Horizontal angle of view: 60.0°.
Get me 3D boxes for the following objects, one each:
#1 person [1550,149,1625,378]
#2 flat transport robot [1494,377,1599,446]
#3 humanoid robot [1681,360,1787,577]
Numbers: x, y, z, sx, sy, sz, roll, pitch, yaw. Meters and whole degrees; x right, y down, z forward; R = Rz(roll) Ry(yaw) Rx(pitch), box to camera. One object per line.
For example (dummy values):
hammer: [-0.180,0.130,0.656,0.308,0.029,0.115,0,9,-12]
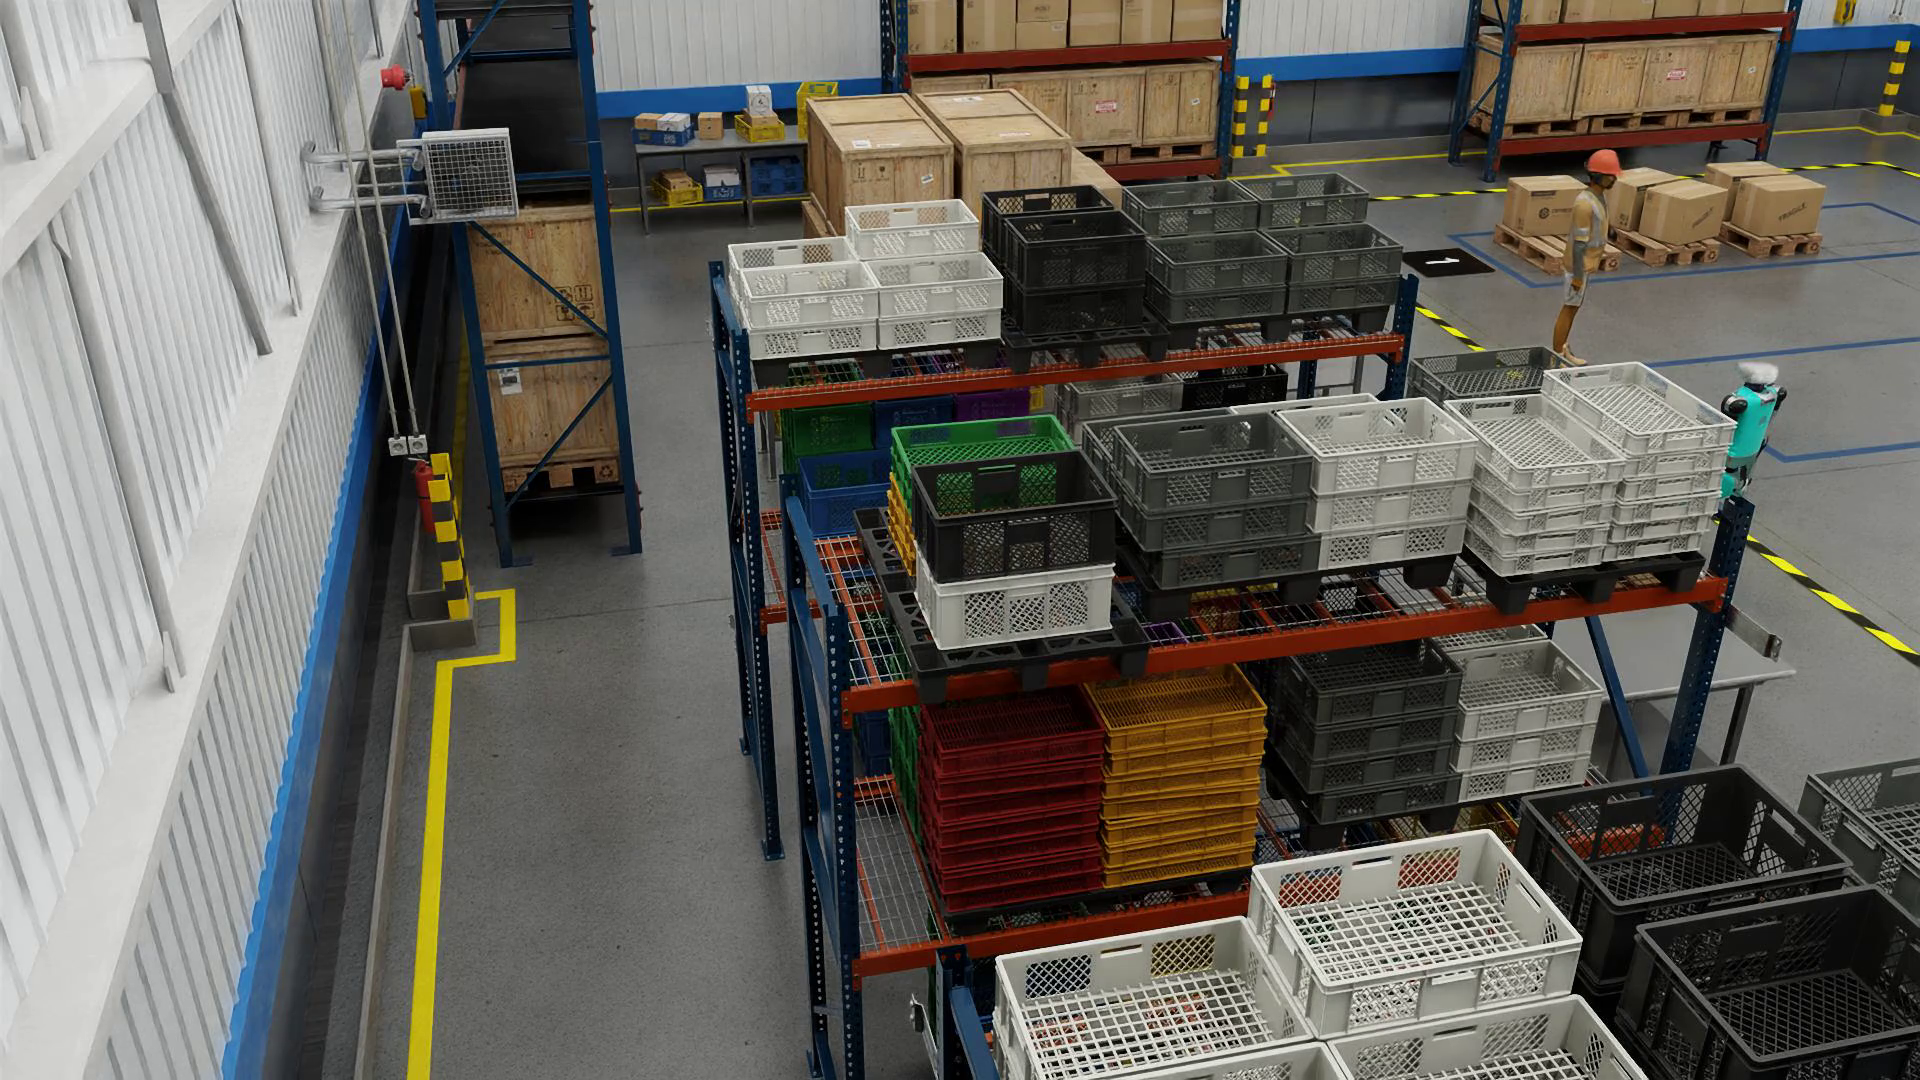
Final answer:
person: [5.566,-2.461,14.813,0.371,2.046,0.604,14,31,25]
flat transport robot: [4.780,-1.036,14.013,0.659,0.231,1.431,-6,28,-12]
humanoid robot: [5.022,-0.486,11.248,0.533,1.677,0.735,-15,31,-27]
